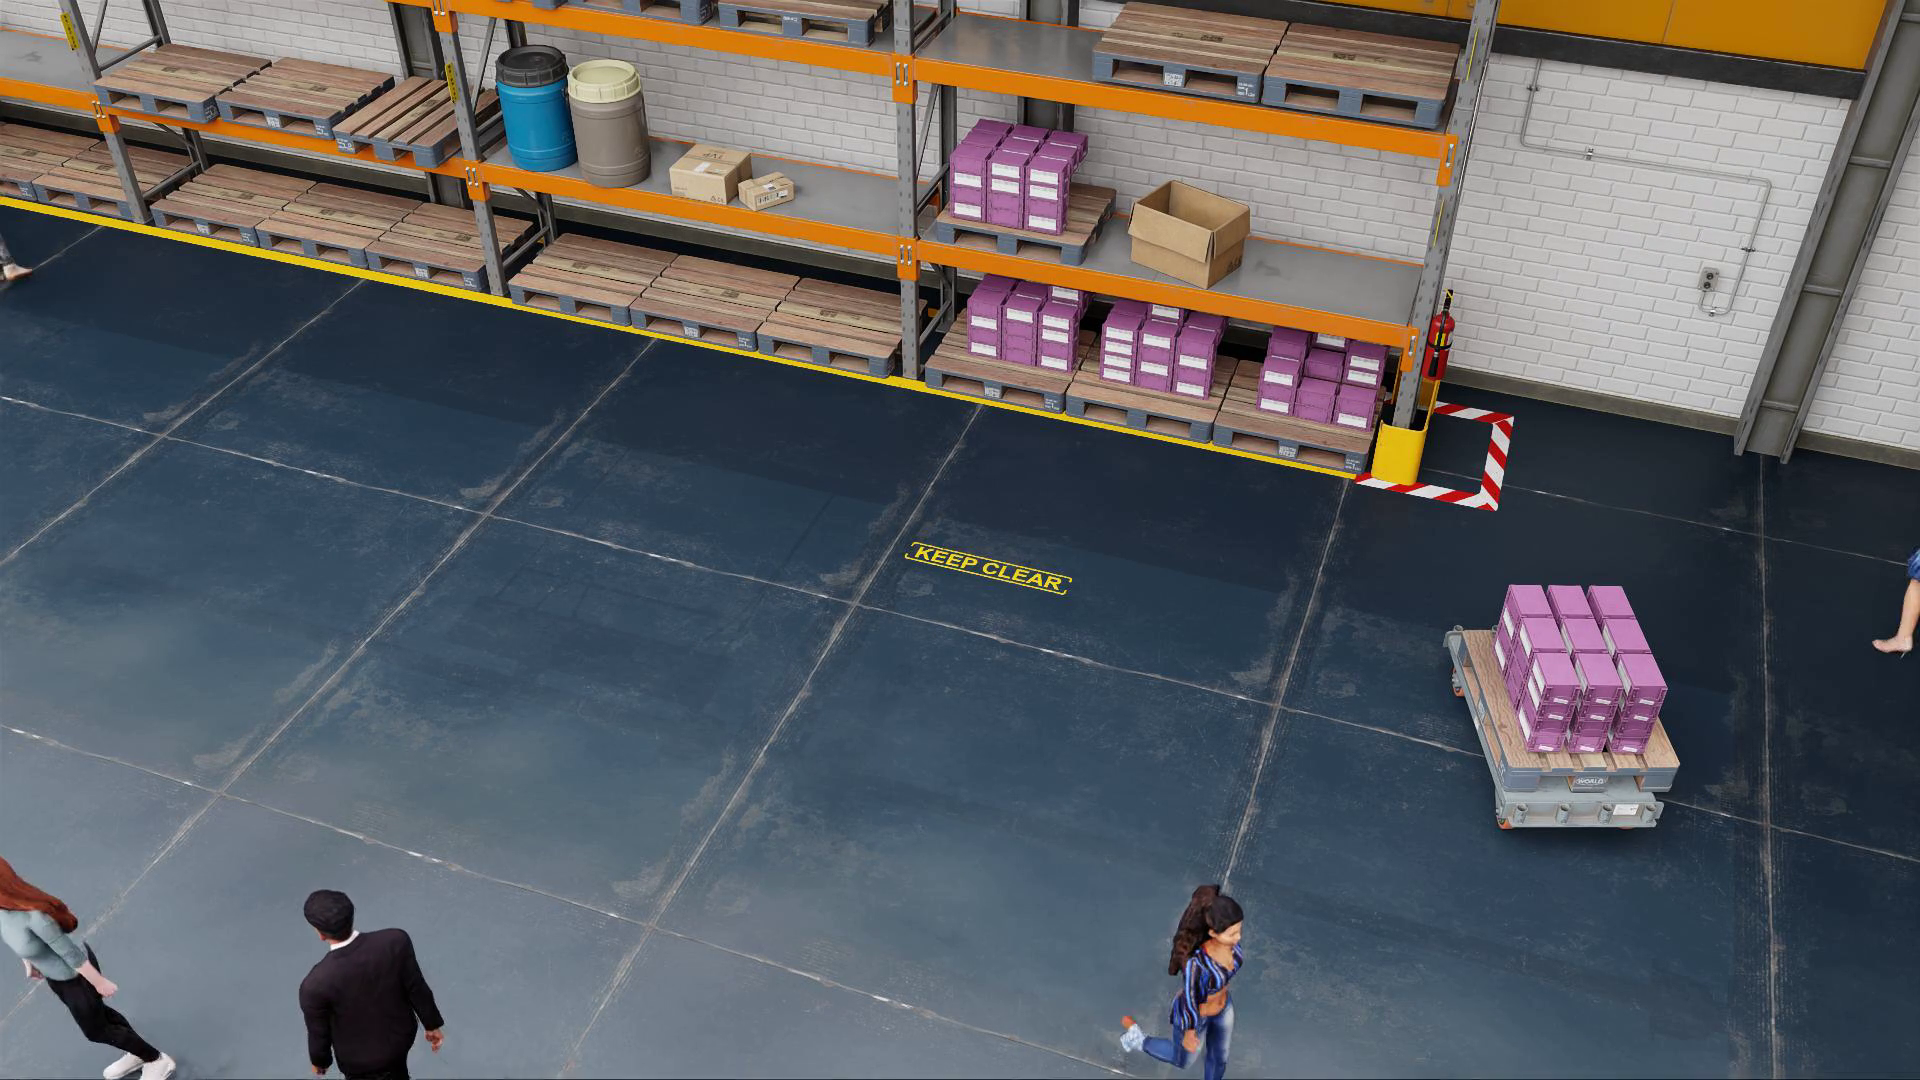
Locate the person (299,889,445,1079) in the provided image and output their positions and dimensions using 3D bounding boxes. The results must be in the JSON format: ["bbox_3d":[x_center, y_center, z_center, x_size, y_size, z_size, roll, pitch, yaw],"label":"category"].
[{"bbox_3d":[-2.671,2.402,7.762,1.231,1.848,0.980,27,46,29],"label":"person"}]

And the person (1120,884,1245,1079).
[{"bbox_3d":[1.121,2.265,8.134,1.017,1.599,0.840,30,47,32],"label":"person"}]

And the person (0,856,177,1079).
[{"bbox_3d":[-4.336,2.134,8.213,0.697,1.703,0.820,19,42,22],"label":"person"}]
